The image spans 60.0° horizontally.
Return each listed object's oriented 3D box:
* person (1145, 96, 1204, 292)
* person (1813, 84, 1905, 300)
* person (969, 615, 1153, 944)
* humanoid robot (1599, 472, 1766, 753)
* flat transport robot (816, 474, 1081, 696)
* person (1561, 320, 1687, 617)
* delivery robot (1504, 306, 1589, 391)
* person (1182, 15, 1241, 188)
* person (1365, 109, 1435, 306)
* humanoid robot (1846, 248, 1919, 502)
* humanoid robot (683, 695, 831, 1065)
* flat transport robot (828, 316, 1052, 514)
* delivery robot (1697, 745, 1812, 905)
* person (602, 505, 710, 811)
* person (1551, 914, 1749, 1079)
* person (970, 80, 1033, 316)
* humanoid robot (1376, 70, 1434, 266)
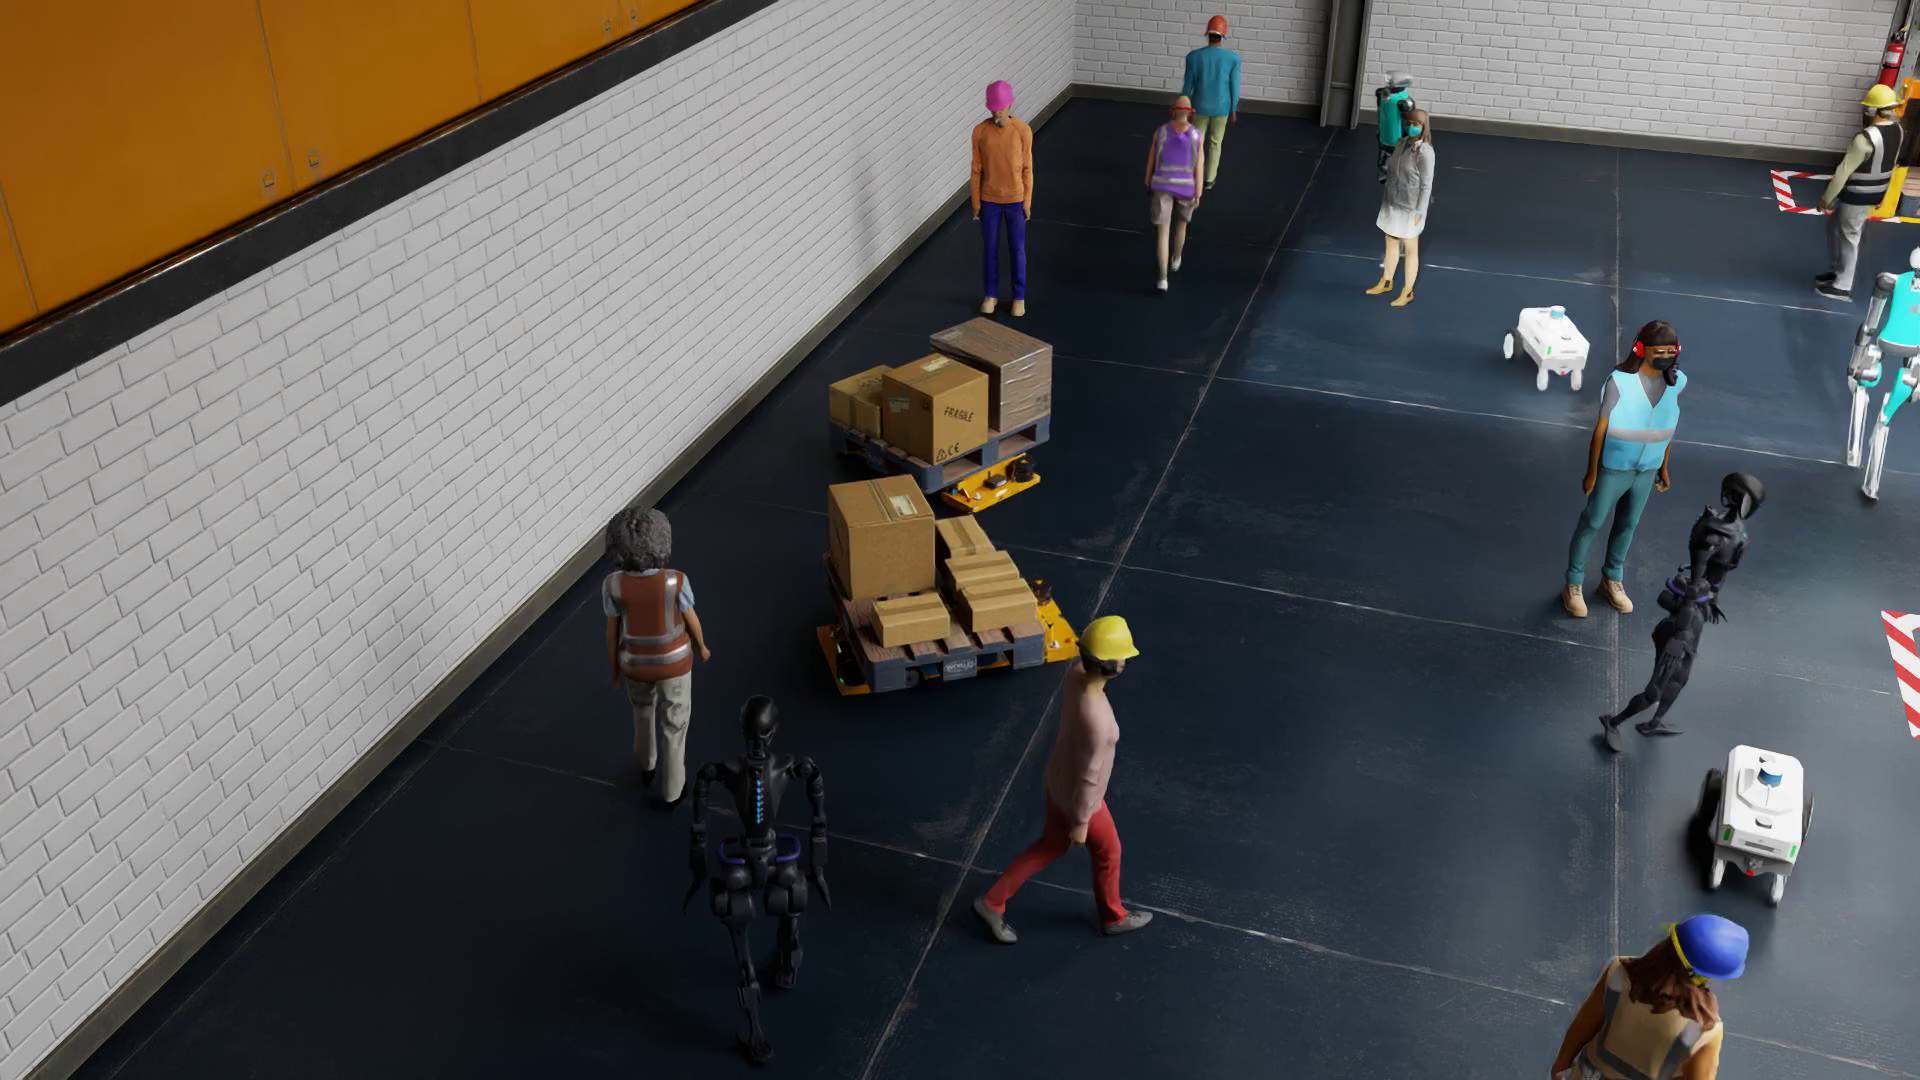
[{"bbox_3d":[1.847,-3.022,14.399,0.493,1.647,0.895,2,31,4],"label":"person"},{"bbox_3d":[7.575,-2.944,14.119,0.607,1.807,0.535,-25,39,-36],"label":"person"},{"bbox_3d":[0.463,1.092,7.335,0.818,1.717,0.527,-6,31,-9],"label":"person"},{"bbox_3d":[3.746,0.362,8.630,0.468,1.646,0.618,23,38,34],"label":"humanoid robot"},{"bbox_3d":[-0.071,0.549,9.691,1.431,0.231,0.659,-9,32,-14],"label":"flat transport robot"},{"bbox_3d":[3.913,-0.420,9.766,0.519,1.865,0.393,-4,31,-6],"label":"person"},{"bbox_3d":[4.601,-1.531,12.966,0.499,0.614,0.812,-1,30,-1],"label":"delivery robot"},{"bbox_3d":[2.485,-4.314,16.514,0.566,1.735,0.538,9,32,15],"label":"person"},{"bbox_3d":[3.734,-2.803,14.017,0.337,1.661,0.490,-15,34,-24],"label":"person"},{"bbox_3d":[6.244,-1.172,11.161,0.543,1.742,0.962,13,33,21],"label":"humanoid robot"},{"bbox_3d":[-0.855,1.369,6.927,0.614,1.627,0.690,-4,31,-8],"label":"humanoid robot"},{"bbox_3d":[-0.174,-0.604,11.653,0.659,0.231,1.431,-26,39,-37],"label":"flat transport robot"},{"bbox_3d":[3.878,1.337,8.086,0.499,0.613,0.807,13,33,21],"label":"delivery robot"},{"bbox_3d":[-1.486,0.555,8.290,0.456,1.674,0.547,2,30,3],"label":"person"},{"bbox_3d":[2.307,1.939,5.877,0.390,1.729,0.620,-26,39,-36],"label":"person"},{"bbox_3d":[0.340,-2.820,13.751,0.519,1.972,0.404,4,31,7],"label":"person"},{"bbox_3d":[3.997,-3.281,14.750,0.701,1.773,0.531,-7,31,-12],"label":"humanoid robot"}]
